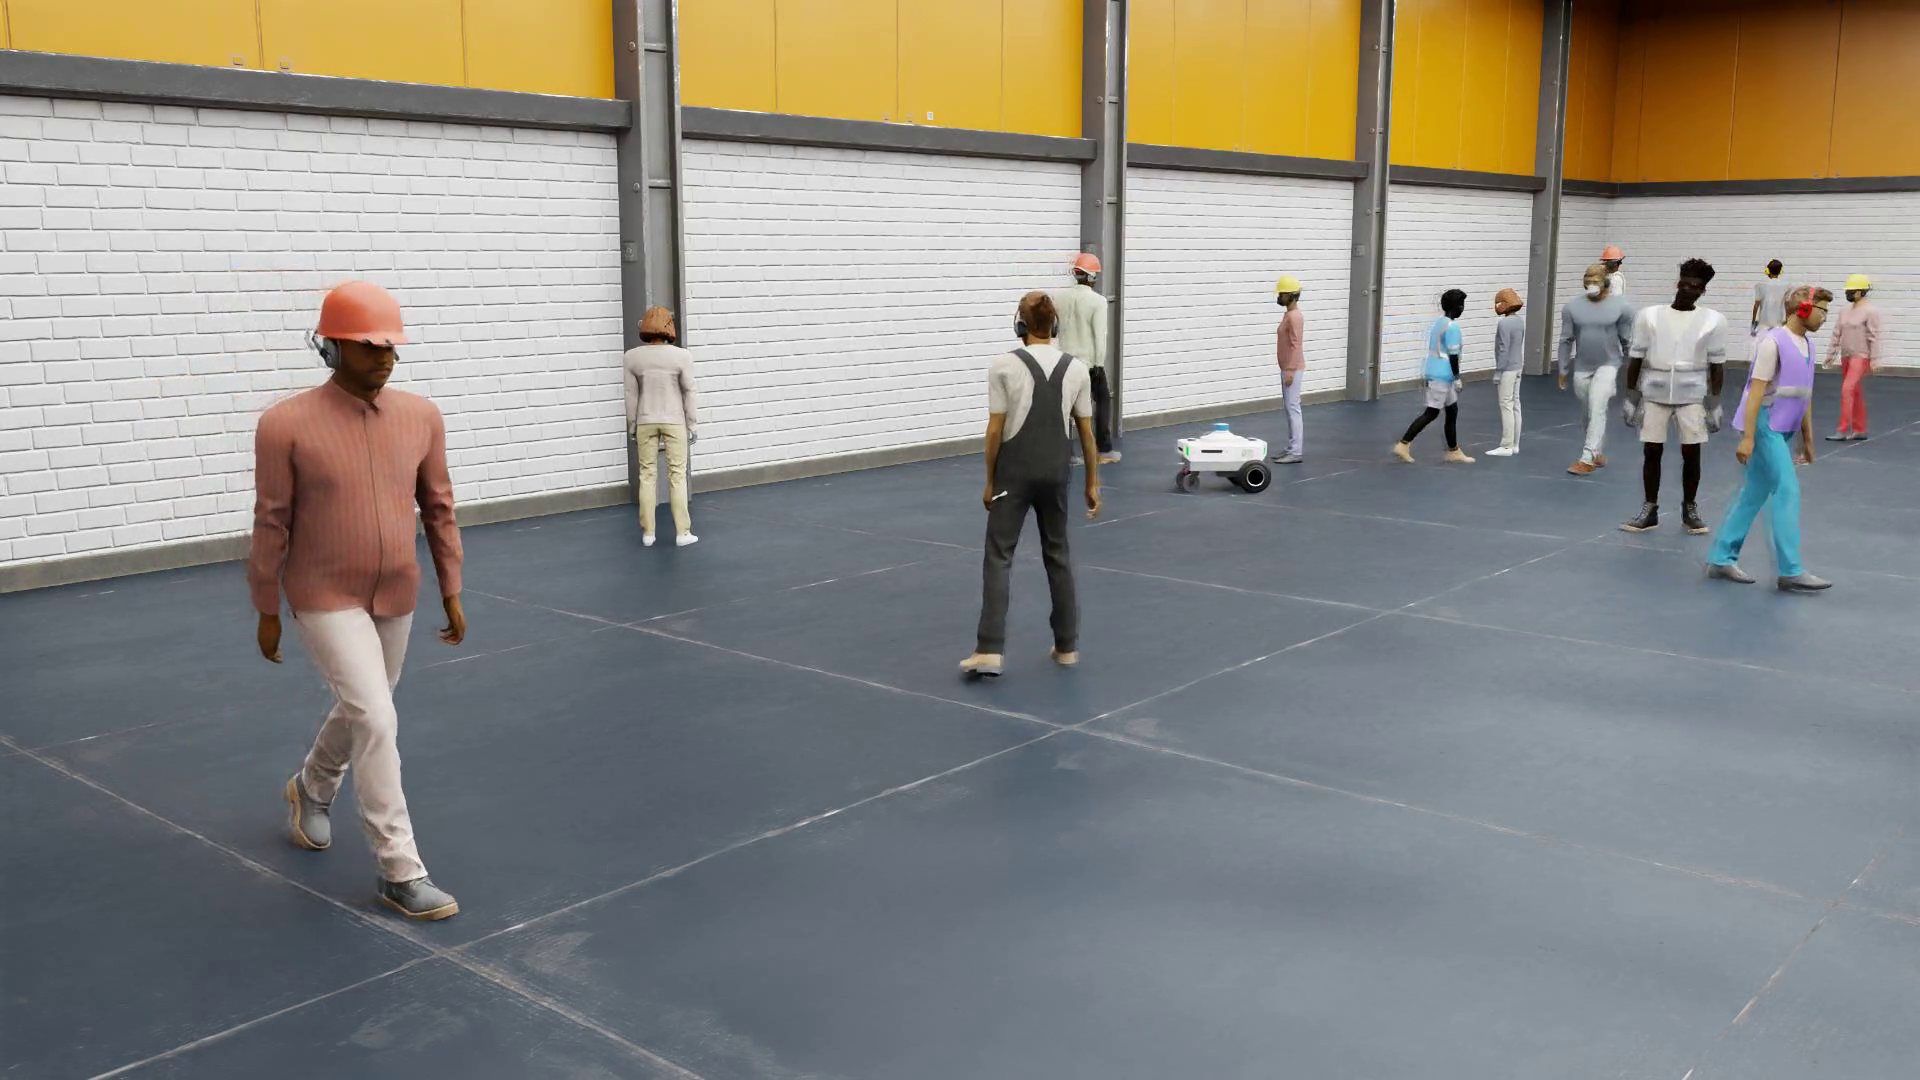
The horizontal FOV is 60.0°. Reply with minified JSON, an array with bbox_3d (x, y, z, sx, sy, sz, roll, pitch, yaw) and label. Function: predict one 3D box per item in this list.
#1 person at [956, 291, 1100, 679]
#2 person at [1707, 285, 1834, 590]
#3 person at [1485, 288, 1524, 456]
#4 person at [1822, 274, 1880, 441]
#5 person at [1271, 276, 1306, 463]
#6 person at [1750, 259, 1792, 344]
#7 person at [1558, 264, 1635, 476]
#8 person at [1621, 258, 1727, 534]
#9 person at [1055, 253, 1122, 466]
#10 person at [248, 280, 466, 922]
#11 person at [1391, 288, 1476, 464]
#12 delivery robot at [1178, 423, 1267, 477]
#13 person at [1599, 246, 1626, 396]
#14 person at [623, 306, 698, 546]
[{"bbox_3d":[0.321,-0.248,7.852,0.767,1.817,0.535,-4,11,-20],"label":"person"},{"bbox_3d":[4.939,-0.603,9.905,0.854,1.796,0.625,10,14,44],"label":"person"},{"bbox_3d":[5.342,-1.637,16.262,0.294,1.632,0.501,8,13,38],"label":"person"},{"bbox_3d":[9.255,-1.887,17.373,0.741,1.741,0.541,-2,10,-10],"label":"person"},{"bbox_3d":[3.089,-1.603,15.699,0.331,1.765,0.533,1,10,6],"label":"person"},{"bbox_3d":[11.751,-3.126,24.122,0.516,1.854,0.317,2,10,14],"label":"person"},{"bbox_3d":[5.779,-1.551,15.071,0.640,1.898,0.949,8,13,38],"label":"person"},{"bbox_3d":[5.077,-1.009,11.816,0.684,1.943,0.423,5,11,28],"label":"person"},{"bbox_3d":[1.201,-1.673,15.532,0.617,1.967,0.814,8,13,38],"label":"person"},{"bbox_3d":[-1.932,0.146,5.275,1.052,1.941,0.629,8,13,38],"label":"person"},{"bbox_3d":[4.438,-1.521,15.551,0.791,1.659,0.564,1,10,5],"label":"person"},{"bbox_3d":[2.184,-0.731,13.894,0.707,0.478,0.477,-1,10,-5],"label":"delivery robot"},{"bbox_3d":[8.906,-2.996,22.835,0.373,2.043,0.615,3,10,17],"label":"person"},{"bbox_3d":[-2.027,-0.767,11.308,0.498,1.633,0.289,1,10,4],"label":"person"}]
